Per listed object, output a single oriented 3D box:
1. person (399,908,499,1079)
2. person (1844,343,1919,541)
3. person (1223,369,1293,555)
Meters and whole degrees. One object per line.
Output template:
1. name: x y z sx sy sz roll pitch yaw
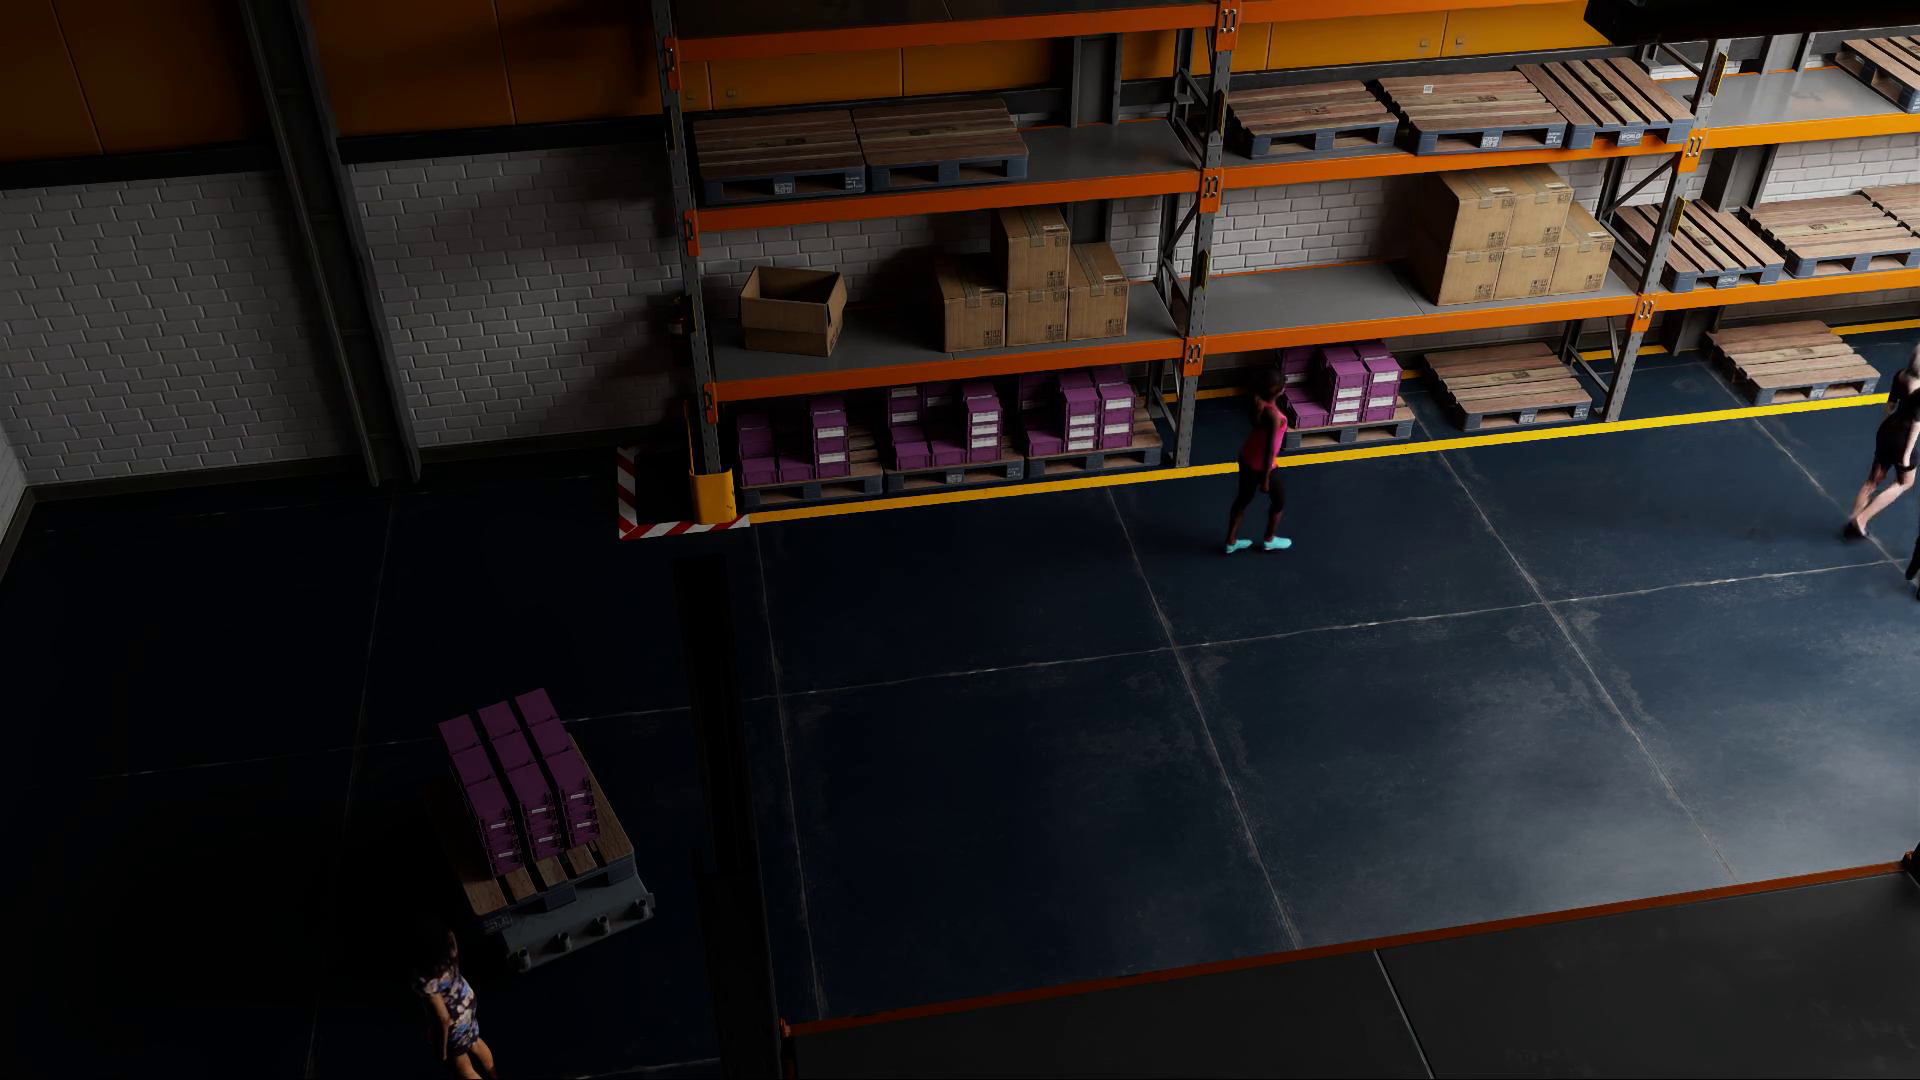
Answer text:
1. person: -2.758 2.582 9.009 0.536 1.733 0.627 -2 39 -2
2. person: 7.279 -0.756 13.124 0.598 1.814 0.607 -3 39 -4
3. person: 2.248 -0.567 12.974 0.807 1.705 0.647 -12 40 -14
